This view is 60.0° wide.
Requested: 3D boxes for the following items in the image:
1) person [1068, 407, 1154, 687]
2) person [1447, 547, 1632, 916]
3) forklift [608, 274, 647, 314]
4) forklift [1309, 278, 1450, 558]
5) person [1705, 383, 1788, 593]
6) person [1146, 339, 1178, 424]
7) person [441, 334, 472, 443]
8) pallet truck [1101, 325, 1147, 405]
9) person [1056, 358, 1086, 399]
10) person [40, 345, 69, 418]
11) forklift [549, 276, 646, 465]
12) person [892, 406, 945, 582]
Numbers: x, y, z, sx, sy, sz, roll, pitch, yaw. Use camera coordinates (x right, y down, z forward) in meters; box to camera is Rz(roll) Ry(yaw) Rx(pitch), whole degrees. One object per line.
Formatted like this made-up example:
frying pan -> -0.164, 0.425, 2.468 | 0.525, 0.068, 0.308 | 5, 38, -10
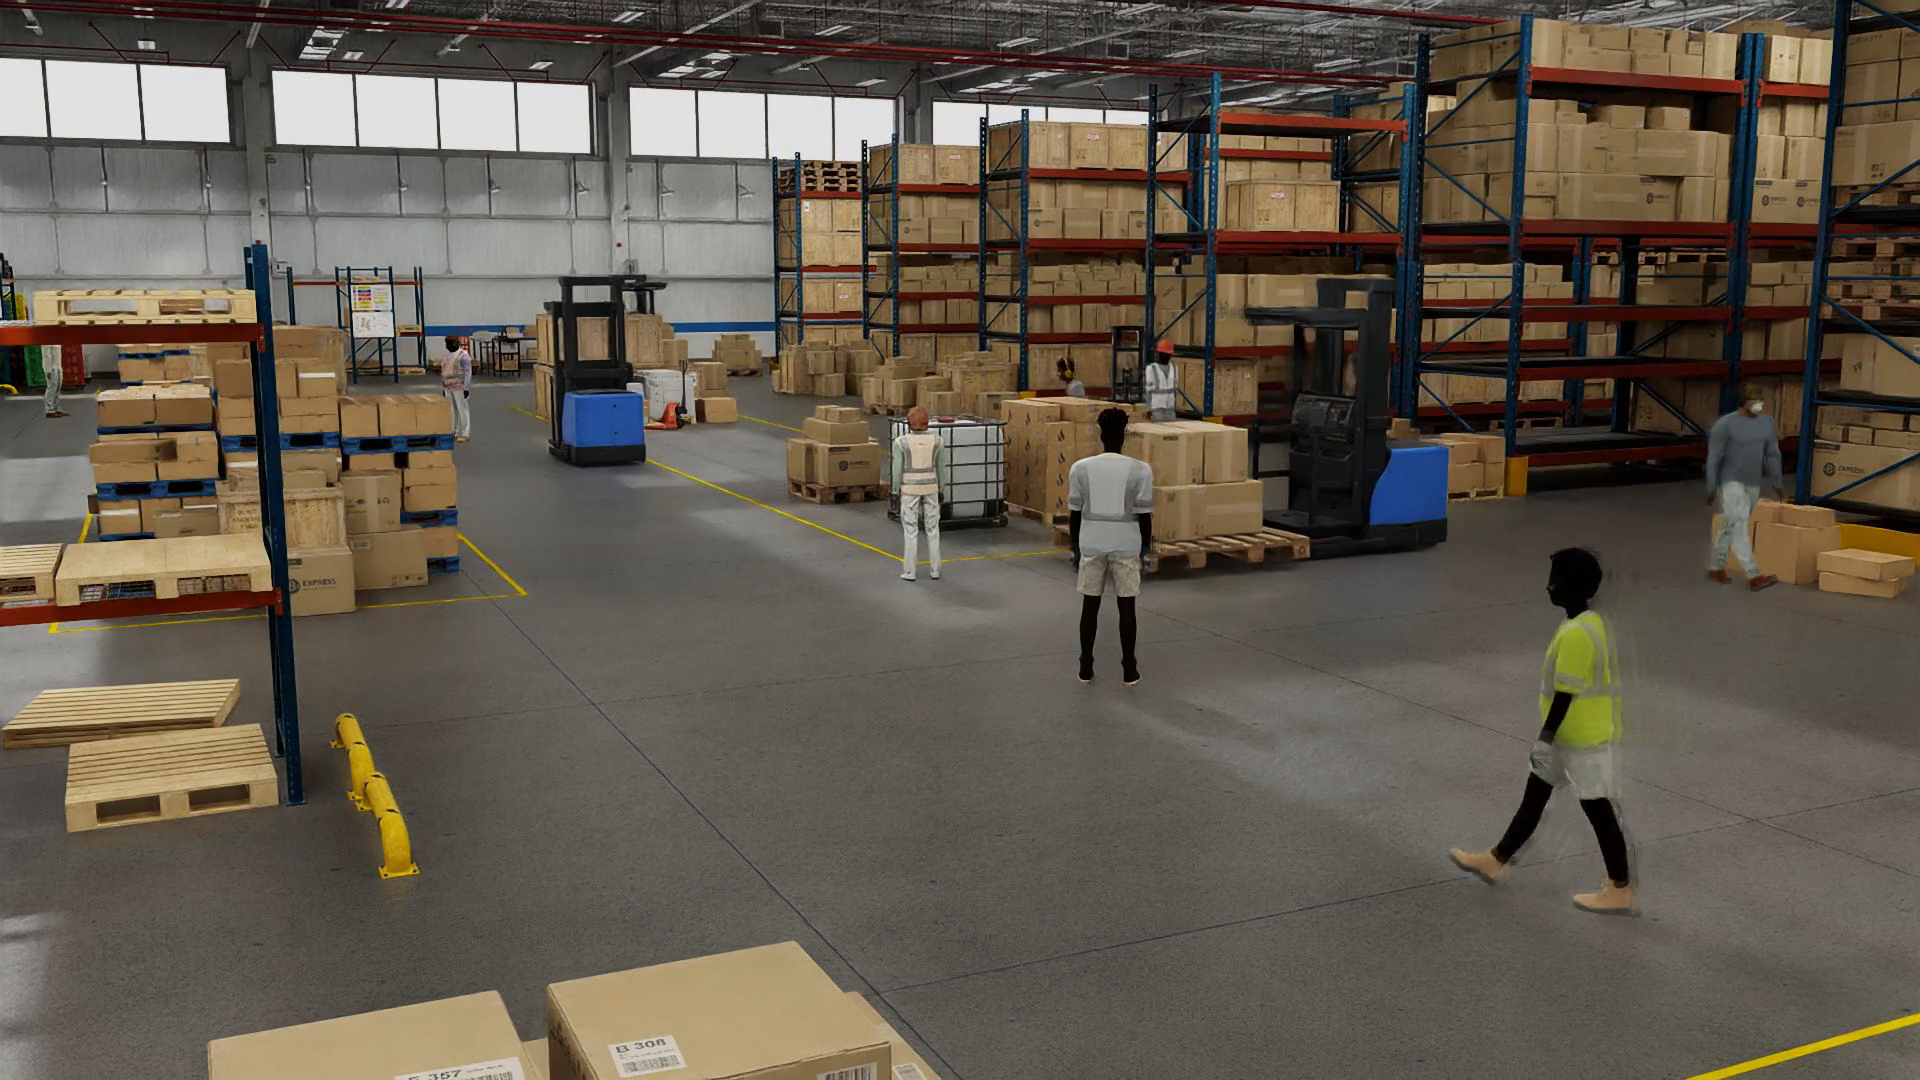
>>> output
person -> 1.054, 0.054, 11.657 | 0.603, 1.947, 0.386 | 2, 9, 15
person -> 2.677, 0.857, 7.532 | 0.847, 1.649, 0.557 | 3, 10, 20
forklift -> -8.403, -5.333, 42.174 | 1.129, 2.768, 1.873 | -8, 12, -40
forklift -> 4.079, -1.322, 17.291 | 1.873, 2.768, 1.129 | -4, 10, -25
person -> 7.161, -0.473, 15.085 | 0.636, 1.882, 1.033 | -3, 10, -16
person -> 2.929, -1.956, 24.187 | 0.556, 1.926, 0.514 | -4, 10, -25
person -> -8.574, -2.572, 28.256 | 0.626, 1.843, 0.430 | 6, 11, 33
pallet truck -> 2.881, -2.596, 27.923 | 0.823, 1.965, 1.885 | -1, 9, -7
person -> 1.486, -1.369, 20.836 | 0.594, 1.823, 0.559 | 1, 9, 8
person -> -18.038, -3.388, 33.078 | 0.362, 1.929, 0.629 | -1, 9, -9
forklift -> -5.548, -2.613, 25.299 | 1.129, 2.768, 1.873 | -4, 10, -25
person -> -0.383, -0.429, 15.585 | 0.518, 1.639, 0.312 | -3, 10, -17
